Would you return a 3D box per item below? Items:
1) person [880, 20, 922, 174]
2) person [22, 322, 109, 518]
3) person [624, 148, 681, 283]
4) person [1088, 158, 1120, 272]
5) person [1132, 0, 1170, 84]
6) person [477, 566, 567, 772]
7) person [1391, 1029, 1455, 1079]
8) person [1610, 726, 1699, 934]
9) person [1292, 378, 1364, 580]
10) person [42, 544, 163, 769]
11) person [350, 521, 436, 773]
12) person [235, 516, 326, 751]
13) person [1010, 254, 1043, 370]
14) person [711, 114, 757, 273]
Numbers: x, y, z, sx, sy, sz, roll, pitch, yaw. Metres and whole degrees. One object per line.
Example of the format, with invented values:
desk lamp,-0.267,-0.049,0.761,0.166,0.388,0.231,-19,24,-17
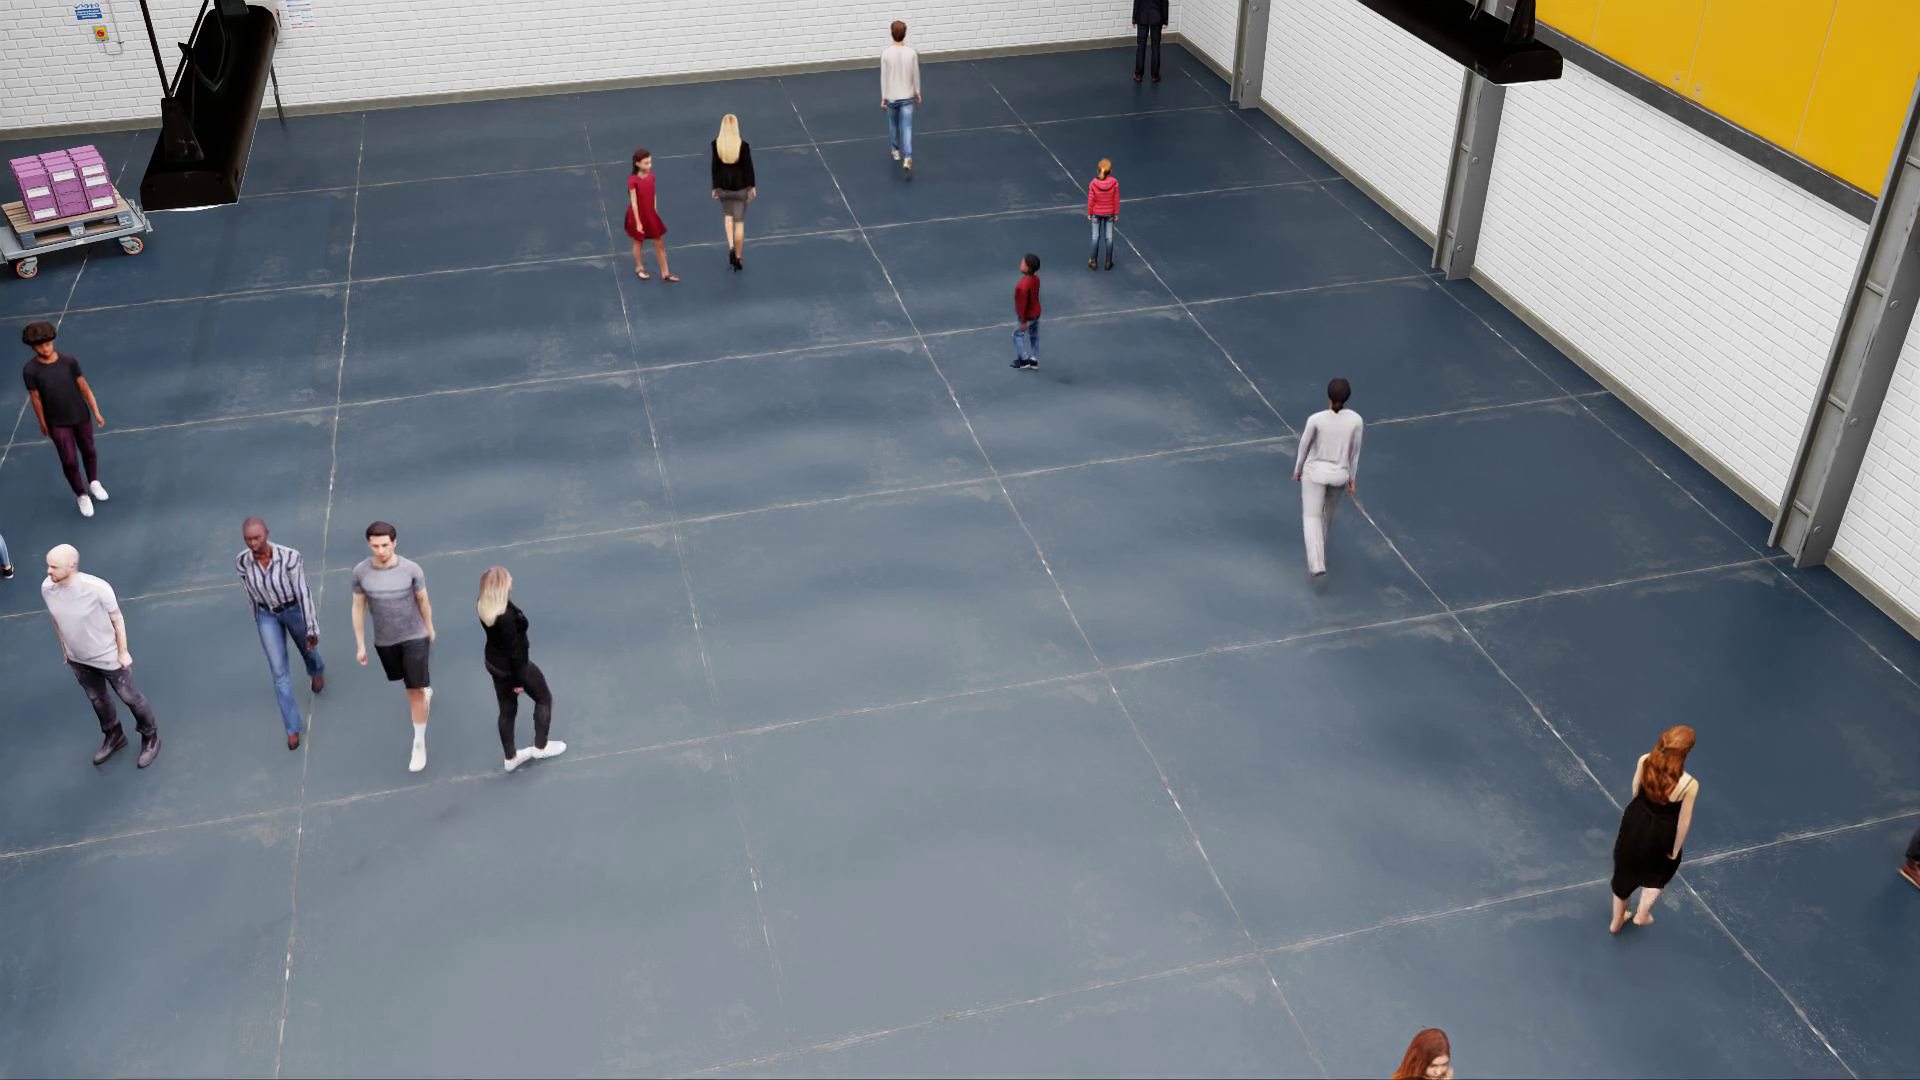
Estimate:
person,-0.756,-5.637,21.302,0.835,1.868,1.262,-2,34,-3
person,-7.871,-1.133,14.620,0.871,1.764,0.799,28,43,35
person,-3.589,-3.642,18.614,0.809,1.522,0.982,-26,42,-34
person,1.627,-3.706,18.895,0.562,1.317,0.576,0,34,0
person,2.781,-7.617,24.342,0.769,1.800,0.726,4,34,6
person,-3.214,0.939,11.586,0.760,1.672,0.826,25,41,33
person,2.243,3.050,8.378,0.595,1.708,0.573,-15,36,-21
person,4.223,1.839,10.286,0.709,1.612,0.767,27,42,34
person,3.028,-0.490,13.695,0.842,1.717,1.164,0,34,0
person,-6.043,0.788,11.670,0.739,1.831,0.728,5,34,8
person,-3.998,0.631,11.905,0.855,1.833,1.259,-1,34,-1
person,-4.888,0.550,12.113,0.654,1.737,1.178,-7,34,-10
person,0.746,-2.287,16.822,0.654,1.248,0.592,17,37,24
person,-2.552,-3.834,18.625,0.735,1.829,0.761,1,34,2
